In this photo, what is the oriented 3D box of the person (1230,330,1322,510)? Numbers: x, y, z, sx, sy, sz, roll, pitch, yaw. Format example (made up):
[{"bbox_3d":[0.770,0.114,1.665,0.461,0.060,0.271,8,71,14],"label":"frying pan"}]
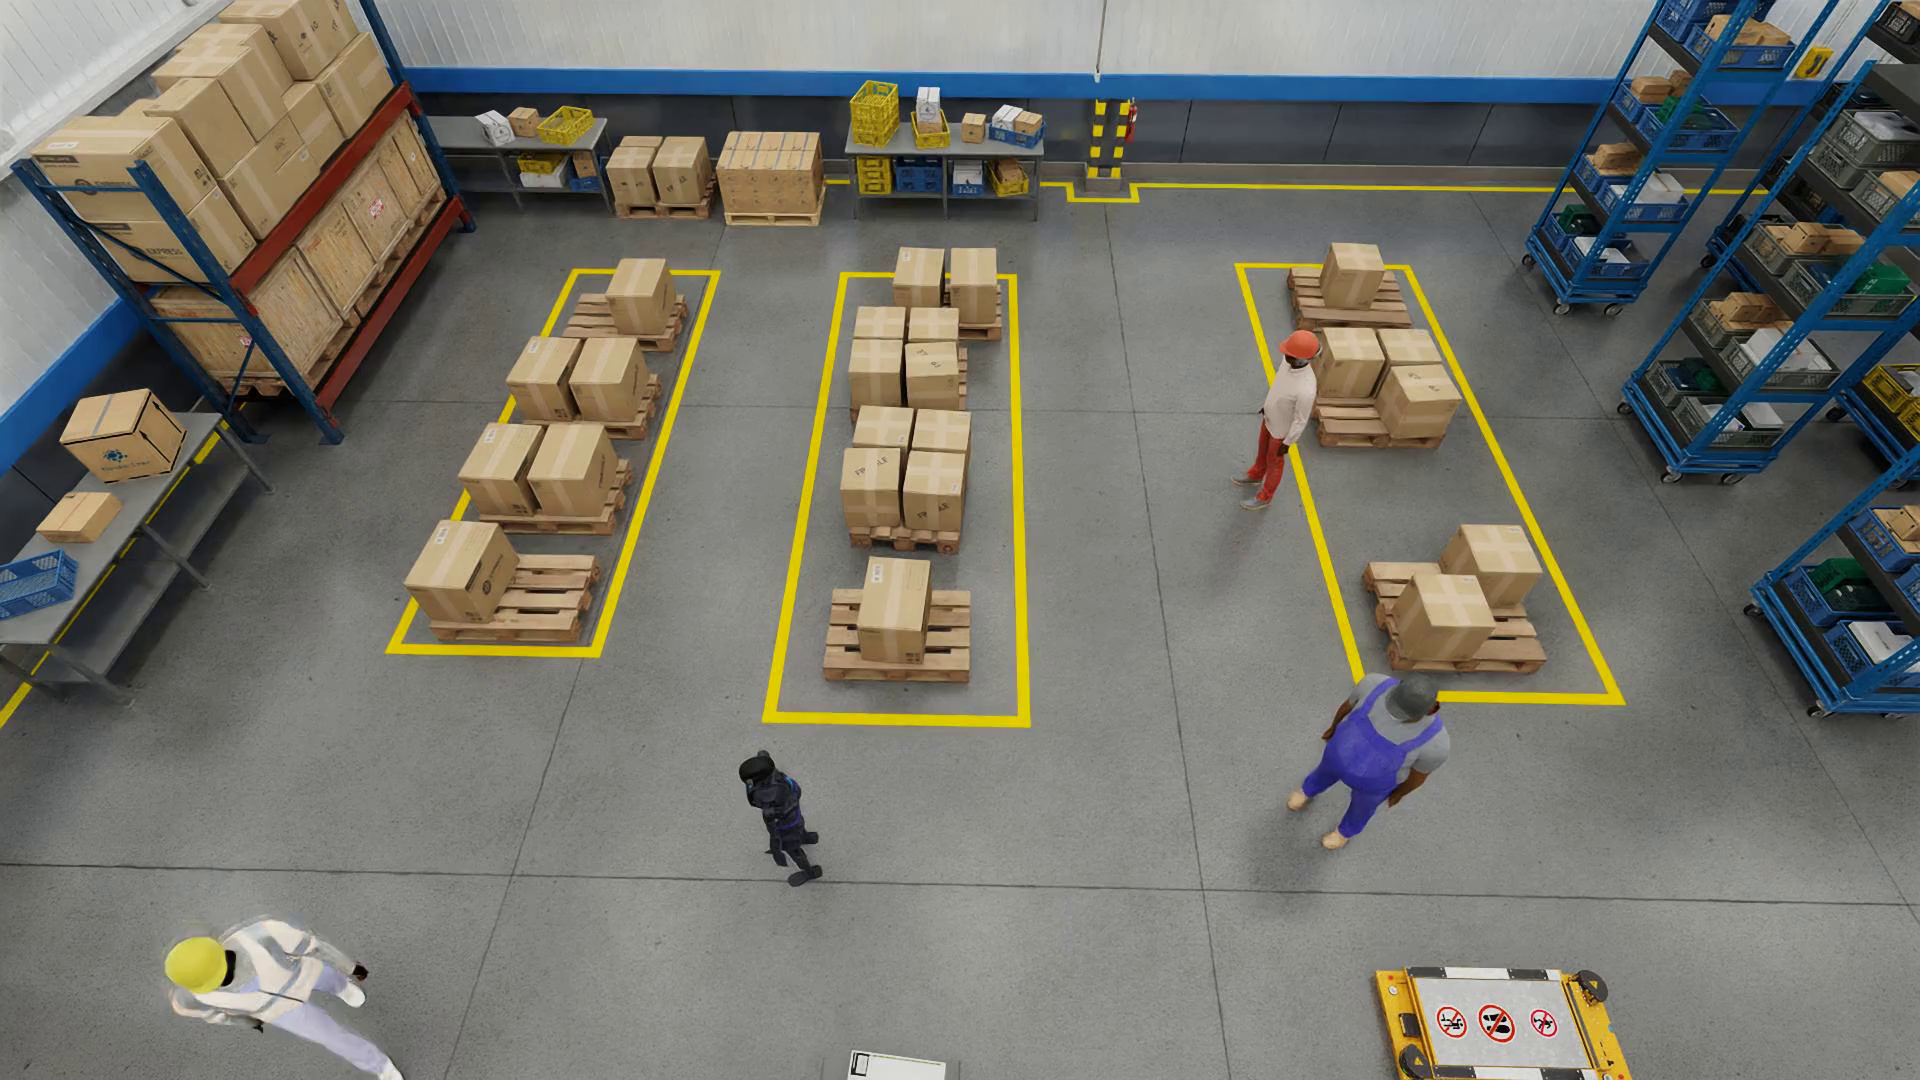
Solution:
[{"bbox_3d":[2.856,-1.061,8.239,0.391,1.990,0.616,-3,51,-2],"label":"person"}]

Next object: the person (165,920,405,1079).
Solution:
[{"bbox_3d":[-3.881,2.622,5.310,0.981,1.873,0.605,28,56,21],"label":"person"}]

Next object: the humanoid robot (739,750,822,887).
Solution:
[{"bbox_3d":[-1.192,1.828,6.086,0.339,1.651,0.573,-9,51,-7],"label":"humanoid robot"}]

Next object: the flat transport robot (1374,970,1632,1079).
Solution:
[{"bbox_3d":[3.501,3.133,5.914,1.431,0.197,0.652,1,51,1],"label":"flat transport robot"}]

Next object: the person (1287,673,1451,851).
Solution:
[{"bbox_3d":[2.712,1.470,6.145,0.536,2.000,0.680,-25,55,-19],"label":"person"}]
